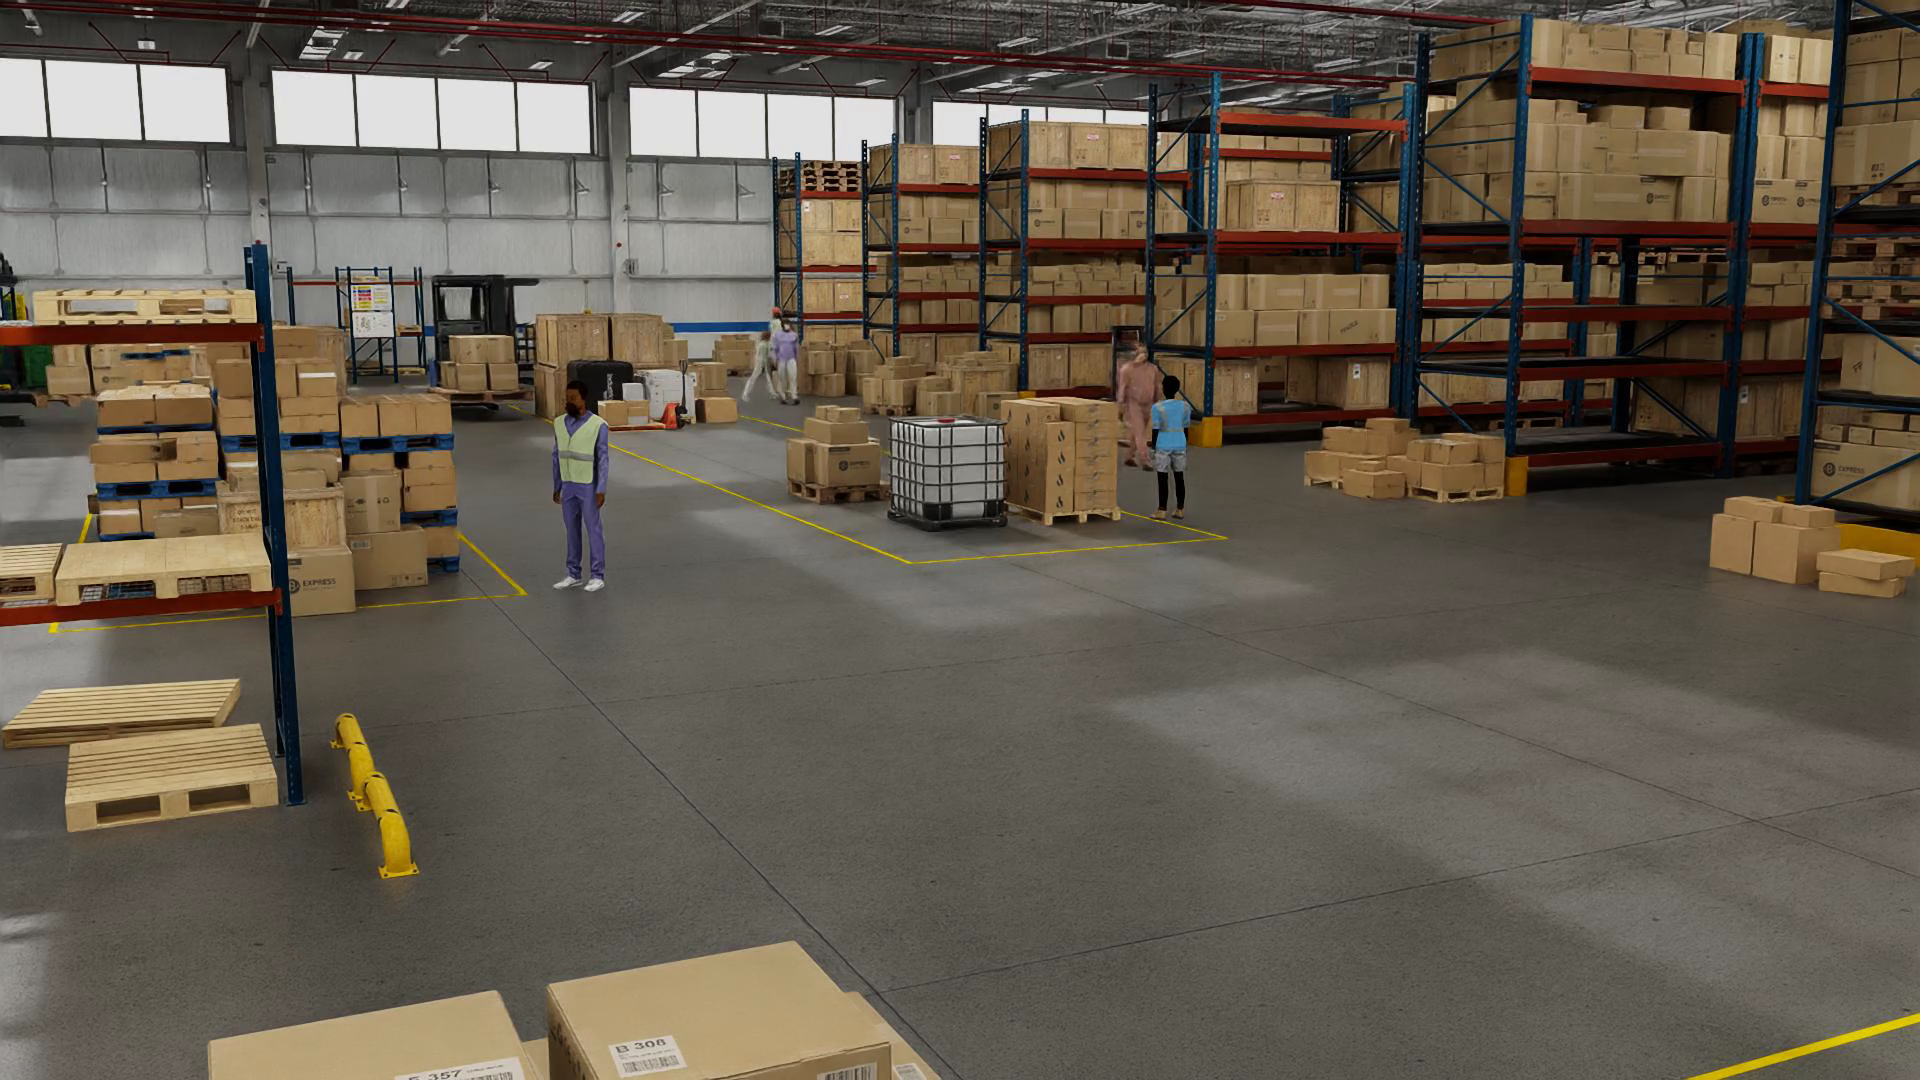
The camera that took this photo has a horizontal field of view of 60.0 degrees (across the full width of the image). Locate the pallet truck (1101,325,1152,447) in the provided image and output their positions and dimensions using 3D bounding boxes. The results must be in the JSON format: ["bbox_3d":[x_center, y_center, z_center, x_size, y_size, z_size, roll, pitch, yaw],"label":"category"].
[{"bbox_3d":[2.881,-2.596,27.923,0.823,1.965,1.885,-1,9,-7],"label":"pallet truck"}]

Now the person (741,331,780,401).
[{"bbox_3d":[-4.497,-3.913,37.418,0.929,1.572,0.562,-1,9,-7],"label":"person"}]

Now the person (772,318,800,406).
[{"bbox_3d":[-3.753,-3.856,36.068,0.641,1.891,0.997,-3,10,-19],"label":"person"}]

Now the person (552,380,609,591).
[{"bbox_3d":[-3.451,-0.498,15.148,0.592,1.922,0.392,4,10,24],"label":"person"}]

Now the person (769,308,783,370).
[{"bbox_3d":[-4.600,-5.055,43.318,0.651,1.951,0.746,8,12,40],"label":"person"}]

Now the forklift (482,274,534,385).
[{"bbox_3d":[-11.775,-5.337,42.200,1.873,2.768,1.129,-4,10,-25],"label":"forklift"}]

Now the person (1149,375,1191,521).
[{"bbox_3d":[2.439,-1.067,19.370,0.535,1.696,0.318,-5,10,-26],"label":"person"}]

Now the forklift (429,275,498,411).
[{"bbox_3d":[-10.430,-4.118,34.637,1.129,2.768,1.873,-4,10,-25],"label":"forklift"}]

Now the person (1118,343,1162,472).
[{"bbox_3d":[2.652,-1.954,24.396,0.659,1.860,0.980,-5,10,-27],"label":"person"}]

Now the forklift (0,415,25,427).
[{"bbox_3d":[-18.410,-3.458,30.544,1.873,2.768,1.129,-6,11,-32],"label":"forklift"}]
